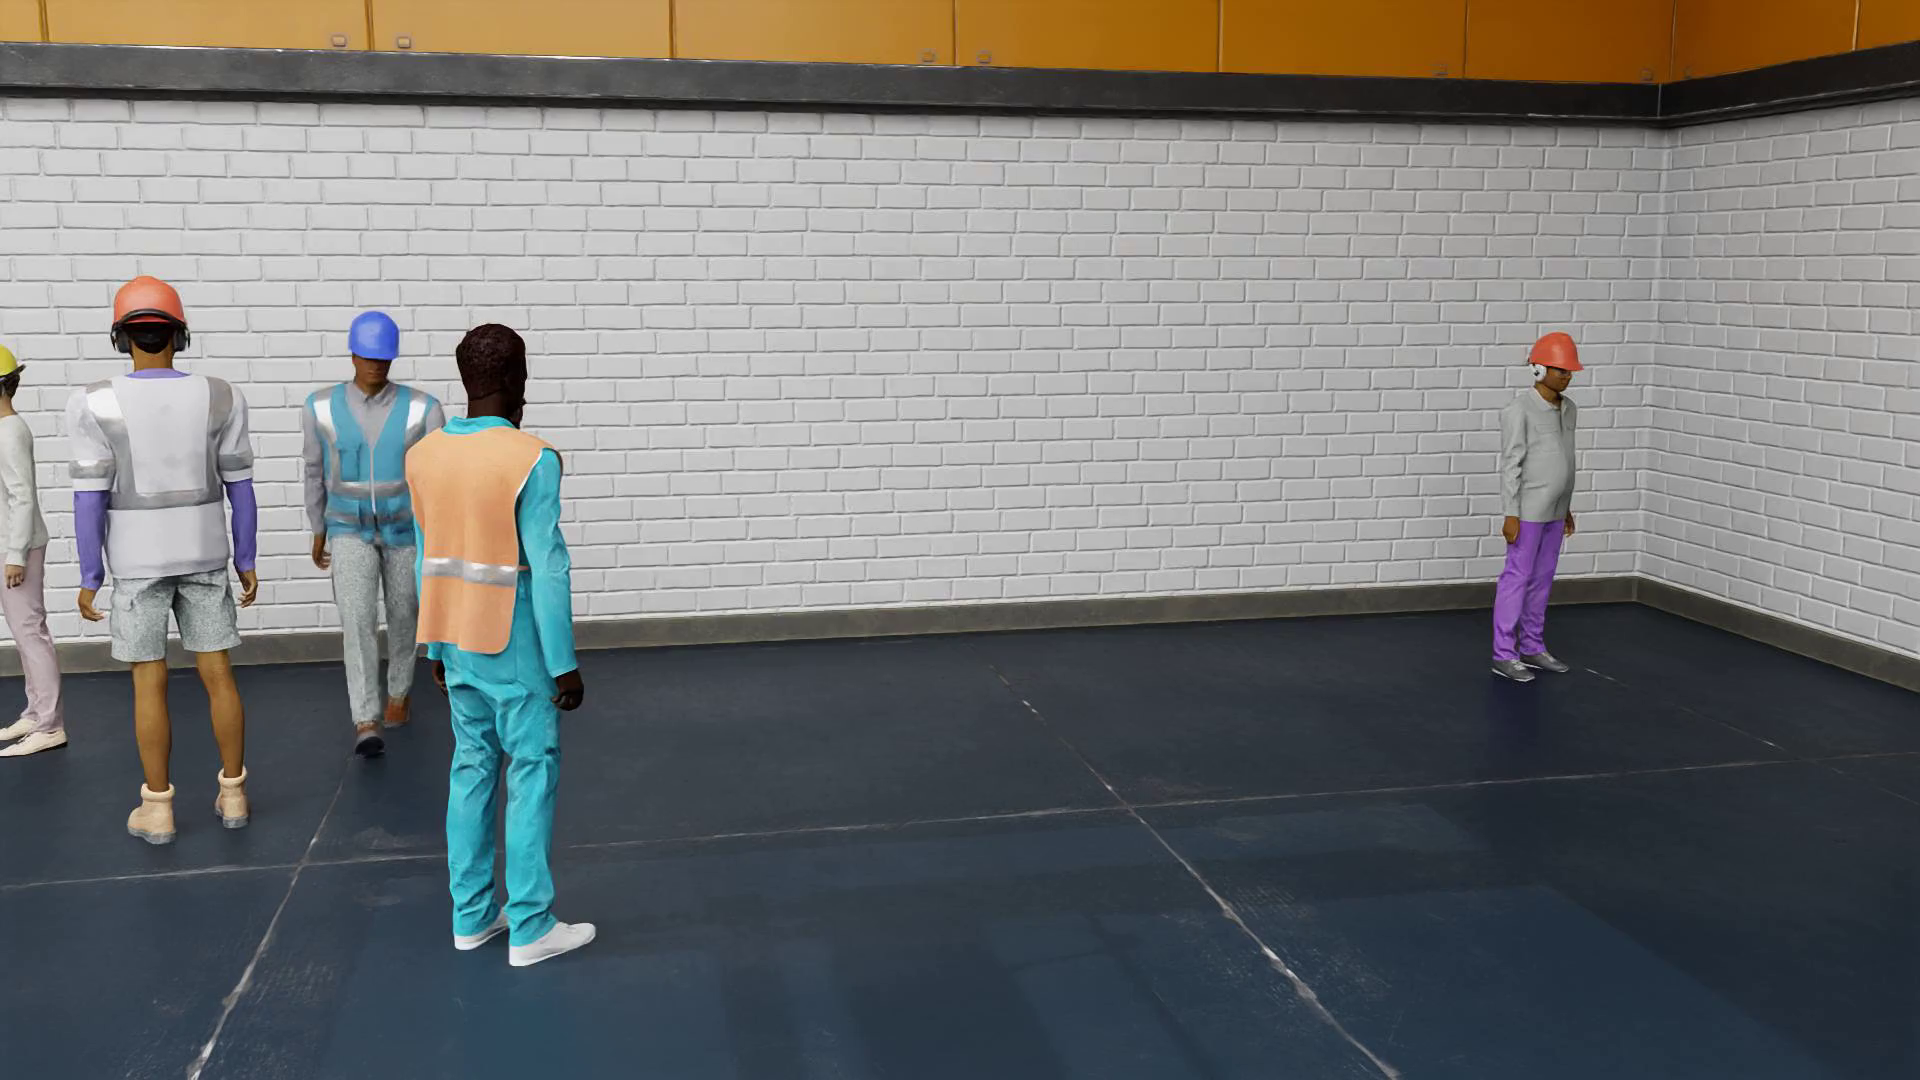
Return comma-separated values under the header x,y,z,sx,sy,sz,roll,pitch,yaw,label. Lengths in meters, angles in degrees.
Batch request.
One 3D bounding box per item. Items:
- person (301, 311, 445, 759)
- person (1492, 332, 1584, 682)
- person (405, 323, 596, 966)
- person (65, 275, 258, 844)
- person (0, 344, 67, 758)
x,y,z,sx,sy,sz,roll,pitch,yaw,label
-2.499,-0.036,7.159,0.622,1.877,1.023,-3,10,-16,person
2.942,-0.170,8.396,0.573,1.746,0.346,-7,12,-38,person
-1.393,0.316,4.957,0.600,1.907,0.401,6,11,32,person
-2.878,0.071,6.039,0.616,2.040,0.381,-7,12,-38,person
-4.061,0.037,7.088,0.316,1.767,0.535,-6,11,-34,person
